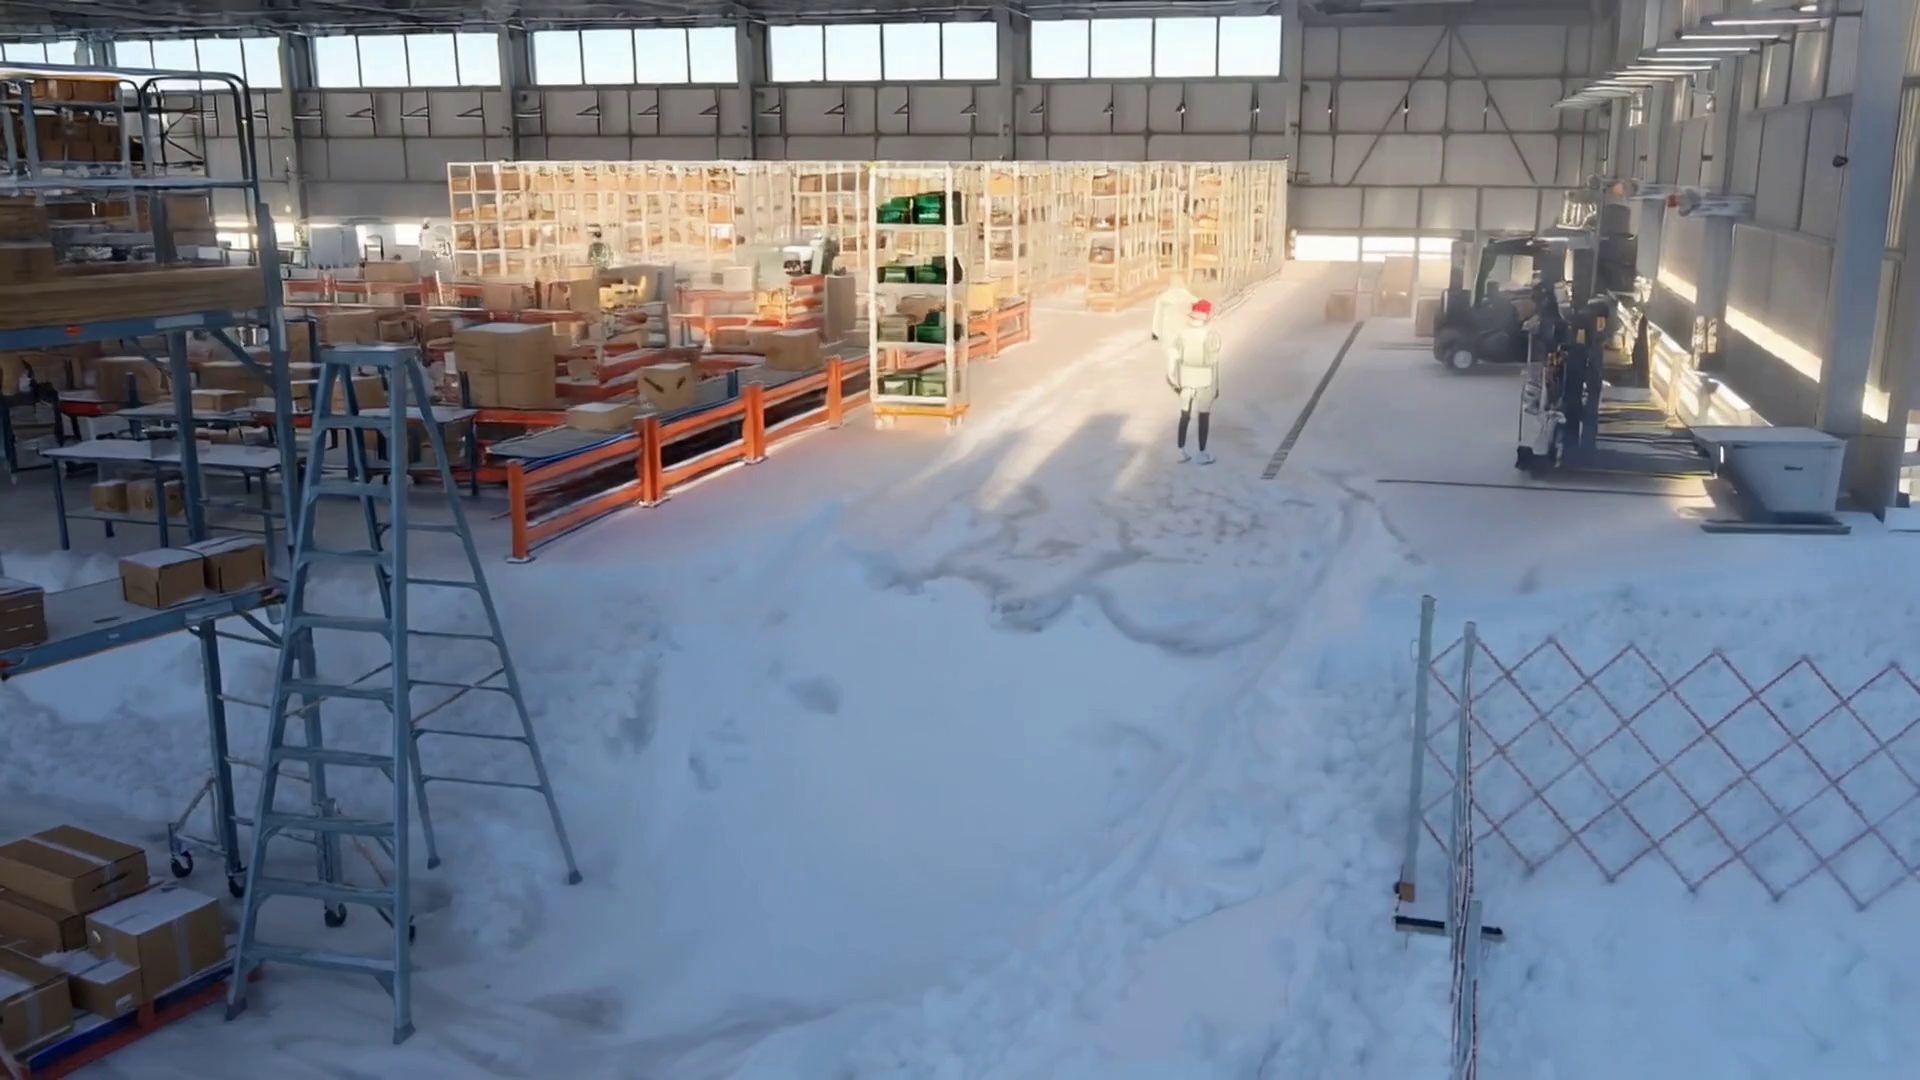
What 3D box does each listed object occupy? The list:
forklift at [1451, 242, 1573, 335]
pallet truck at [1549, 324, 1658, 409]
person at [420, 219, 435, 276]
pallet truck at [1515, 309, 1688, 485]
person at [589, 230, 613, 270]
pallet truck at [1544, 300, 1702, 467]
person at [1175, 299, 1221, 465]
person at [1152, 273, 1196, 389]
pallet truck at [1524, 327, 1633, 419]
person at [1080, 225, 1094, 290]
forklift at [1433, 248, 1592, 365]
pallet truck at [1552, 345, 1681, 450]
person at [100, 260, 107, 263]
[{"bbox_3d":[10.464,-4.597,31.405,2.680,1.987,1.157,4,14,16],"label":"forklift"},{"bbox_3d":[9.824,-2.669,25.407,1.601,1.201,0.680,4,14,16],"label":"pallet truck"},{"bbox_3d":[-16.889,-9.234,52.527,0.622,1.796,0.618,-1,13,-4],"label":"person"},{"bbox_3d":[7.554,-1.677,19.446,1.885,1.965,0.823,3,13,14],"label":"pallet truck"},{"bbox_3d":[-9.170,-6.968,42.492,0.615,1.914,0.851,-4,14,-15],"label":"person"},{"bbox_3d":[8.263,-1.952,20.631,1.885,1.965,0.823,5,14,20],"label":"pallet truck"},{"bbox_3d":[2.939,-1.948,20.545,0.608,2.035,0.407,8,15,31],"label":"person"},{"bbox_3d":[3.493,-3.450,27.385,0.681,1.856,0.967,-3,13,-13],"label":"person"},{"bbox_3d":[9.065,-2.460,24.370,1.522,1.261,0.704,3,13,14],"label":"pallet truck"},{"bbox_3d":[3.624,-8.017,47.175,0.416,1.847,0.584,-1,13,-5],"label":"person"},{"bbox_3d":[9.780,-4.111,29.280,2.680,1.987,1.157,3,13,14],"label":"forklift"},{"bbox_3d":[8.641,-1.896,21.908,1.630,1.274,0.653,4,14,16],"label":"pallet truck"},{"bbox_3d":[-18.966,-5.578,36.838,0.660,1.745,0.525,2,13,8],"label":"person"}]
